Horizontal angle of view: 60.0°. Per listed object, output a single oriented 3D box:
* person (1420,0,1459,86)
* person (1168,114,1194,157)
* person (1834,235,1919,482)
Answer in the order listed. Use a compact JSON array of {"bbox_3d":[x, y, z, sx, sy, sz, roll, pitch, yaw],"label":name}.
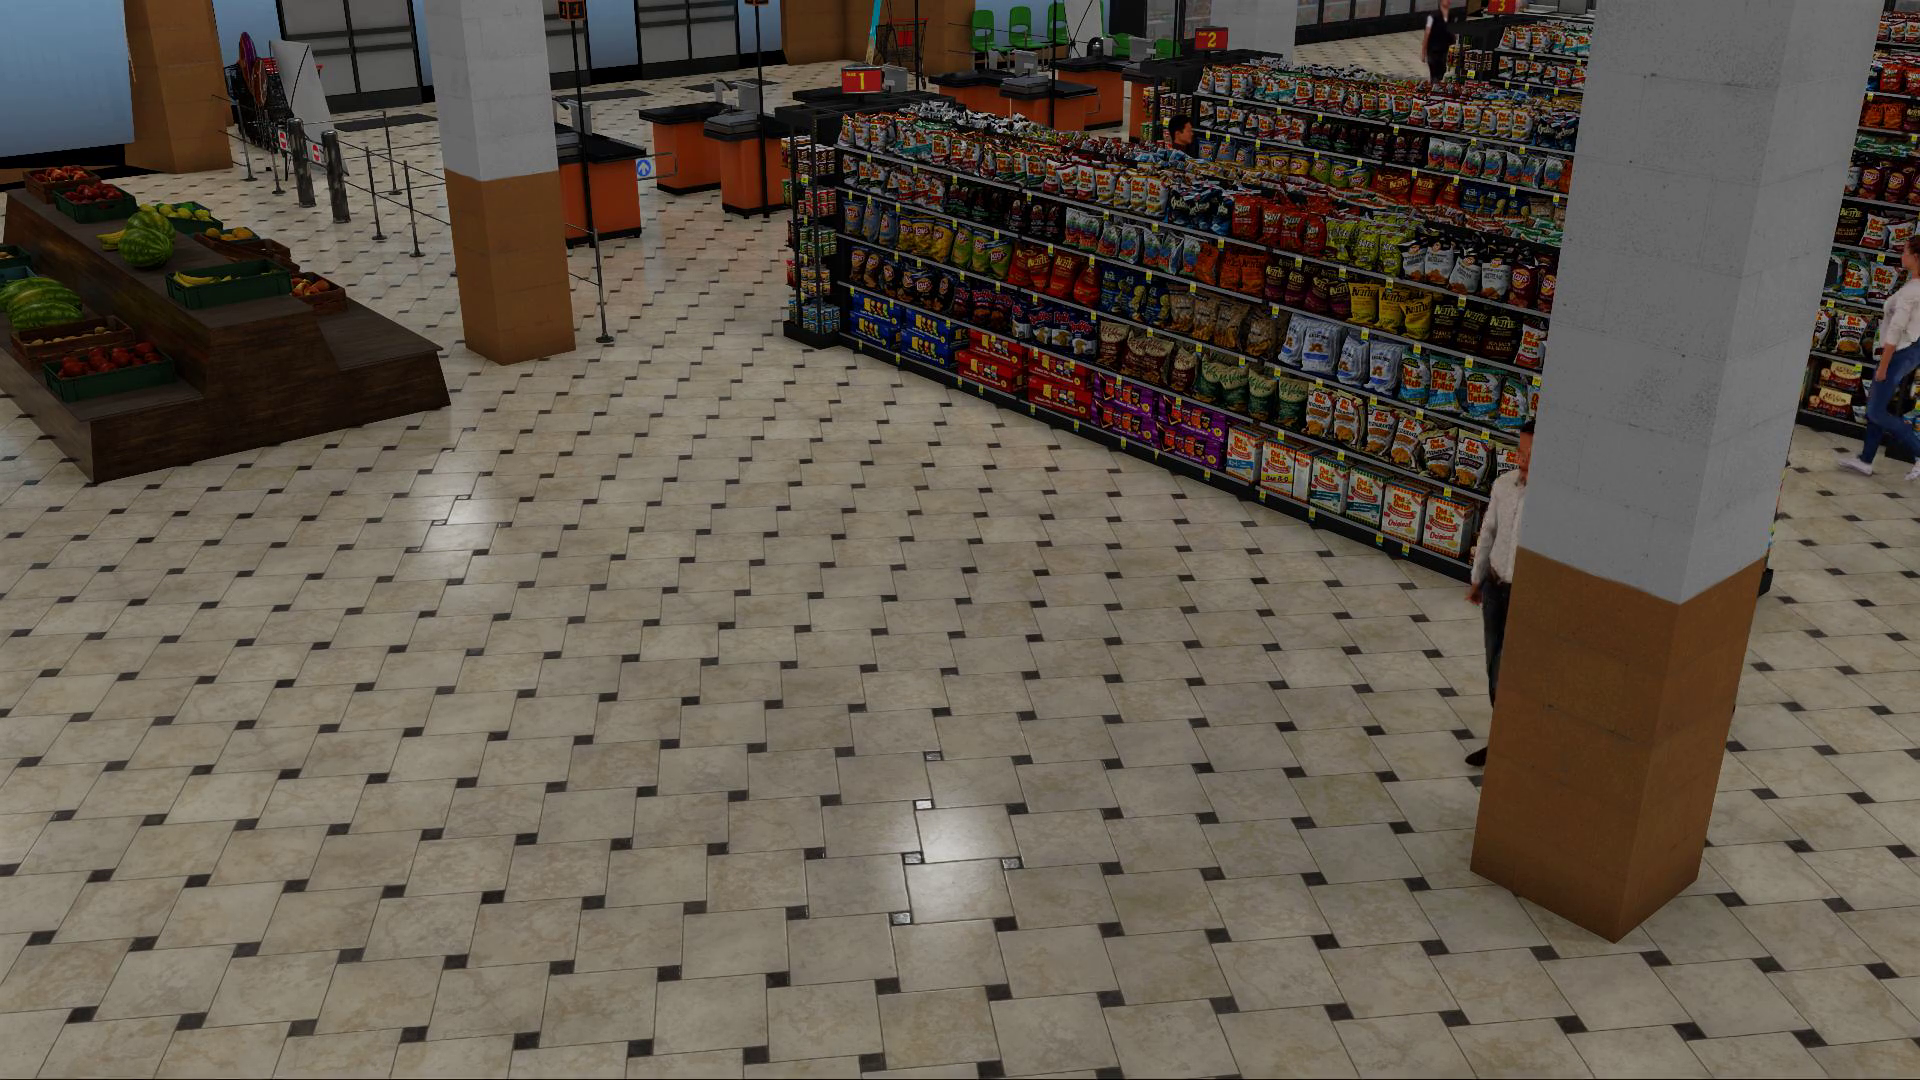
[{"bbox_3d":[7.255,-7.436,25.372,0.828,1.836,0.886,-7,25,-16],"label":"person"},{"bbox_3d":[1.988,-3.033,15.376,0.748,1.782,0.713,4,24,9],"label":"person"},{"bbox_3d":[6.436,-1.189,11.256,0.663,1.707,0.919,-20,31,-39],"label":"person"}]
